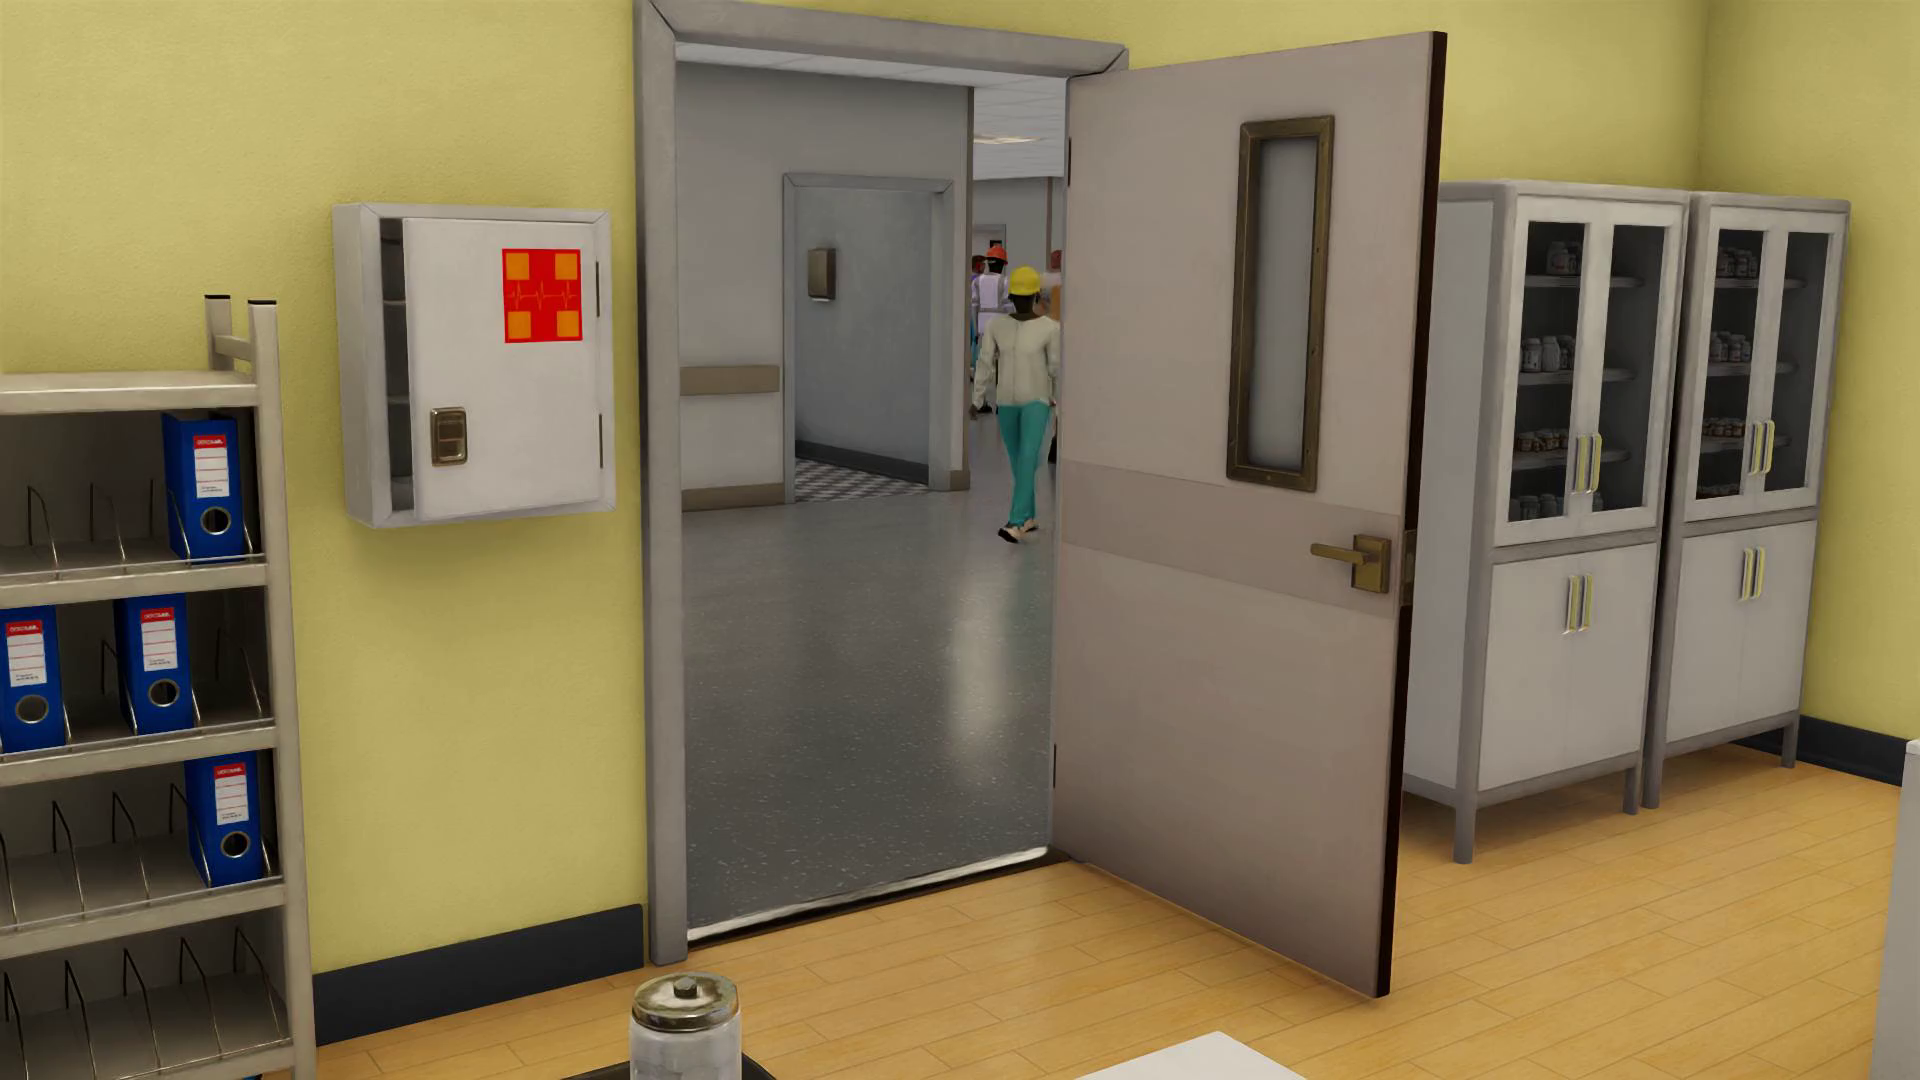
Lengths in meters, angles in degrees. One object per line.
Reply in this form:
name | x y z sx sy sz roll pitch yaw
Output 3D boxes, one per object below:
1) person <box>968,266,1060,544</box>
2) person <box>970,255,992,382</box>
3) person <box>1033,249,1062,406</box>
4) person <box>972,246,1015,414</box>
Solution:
person | 0.357 -0.835 10.358 0.537 1.714 0.916 5 10 24
person | 0.191 -3.204 24.119 0.390 1.841 0.564 -8 13 -44
person | 1.184 -2.549 20.094 0.407 1.906 0.655 -8 13 -43
person | 0.399 -2.412 19.144 0.542 1.928 0.376 6 11 30
